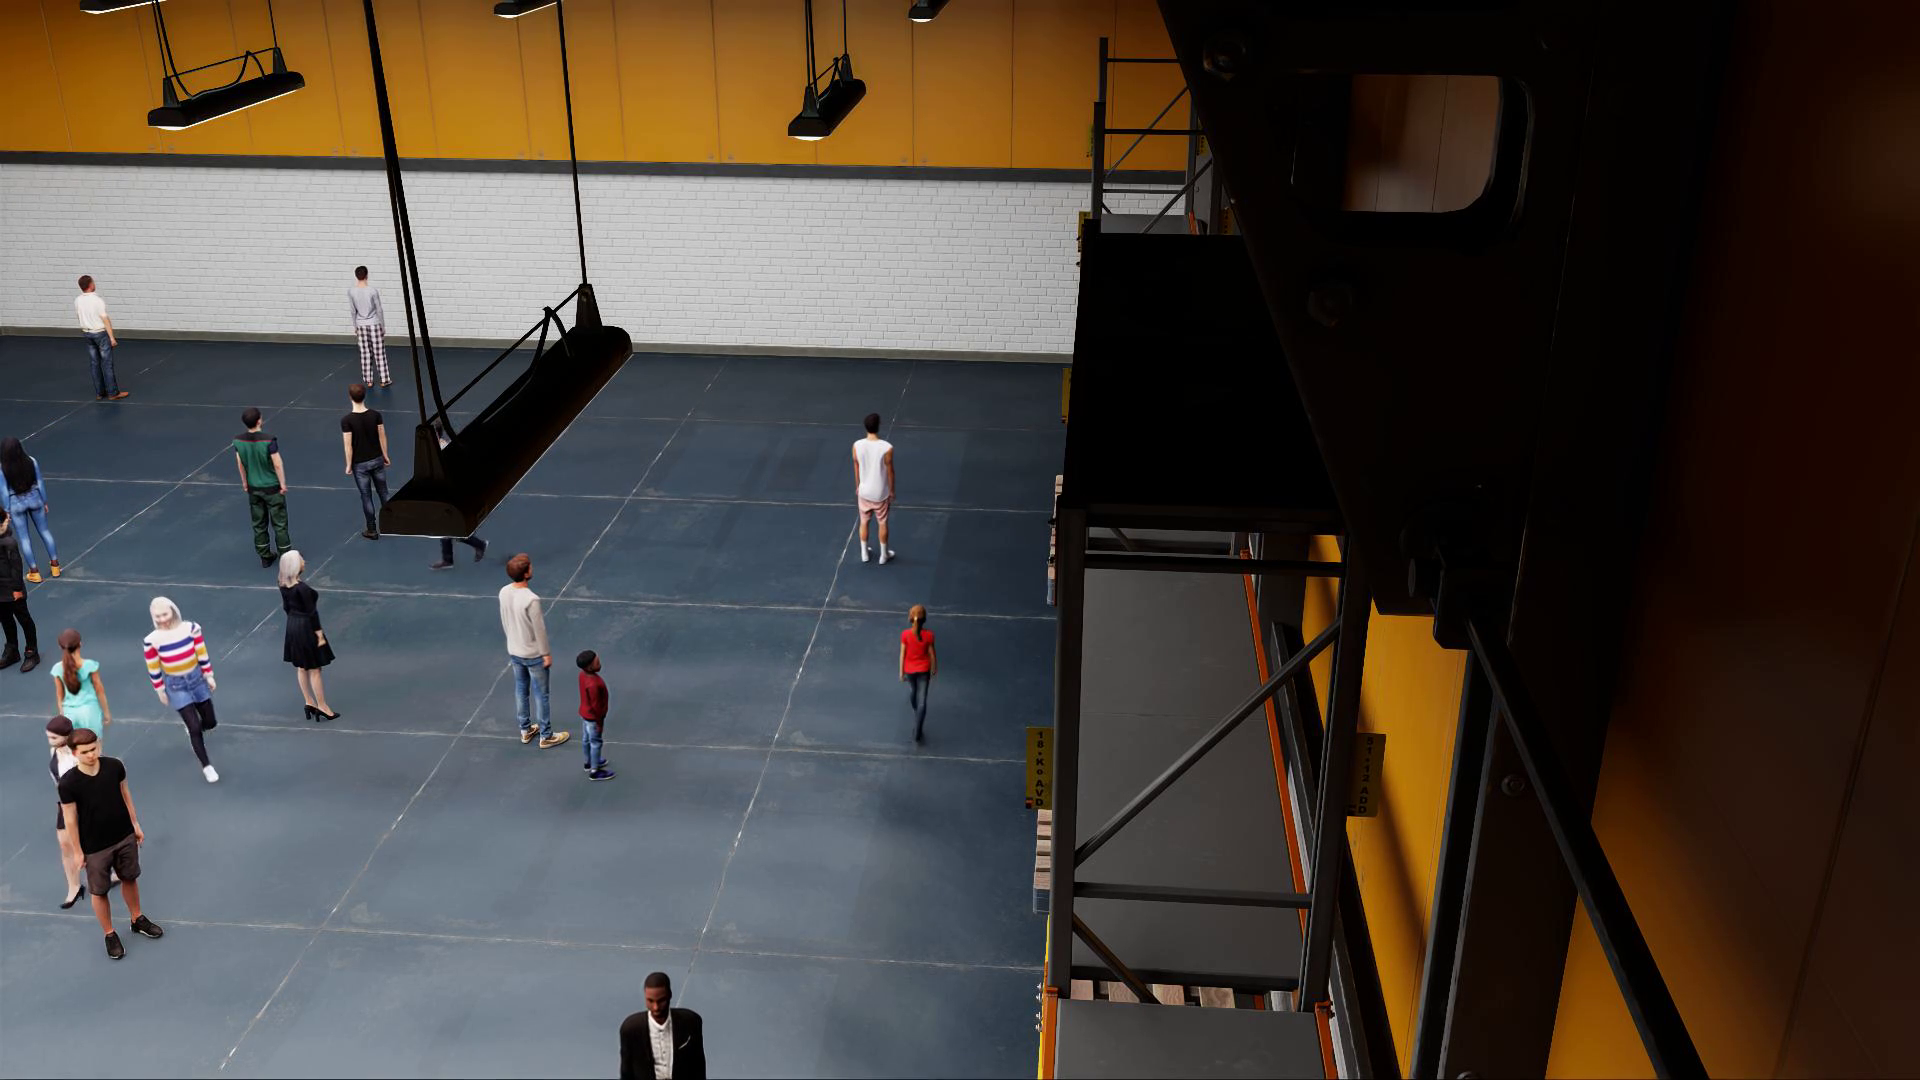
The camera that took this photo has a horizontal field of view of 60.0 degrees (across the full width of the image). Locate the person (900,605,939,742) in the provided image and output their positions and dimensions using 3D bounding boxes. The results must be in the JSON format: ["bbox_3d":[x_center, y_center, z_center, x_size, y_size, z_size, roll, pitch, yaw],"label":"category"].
[{"bbox_3d":[-0.399,1.259,15.527,0.495,1.279,0.886,3,24,6],"label":"person"}]

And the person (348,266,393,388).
[{"bbox_3d":[-8.907,-3.220,25.066,0.646,1.848,0.565,-1,24,-2],"label":"person"}]

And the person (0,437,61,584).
[{"bbox_3d":[-10.482,-0.357,18.683,0.659,1.712,0.735,-21,31,-39],"label":"person"}]

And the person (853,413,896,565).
[{"bbox_3d":[-0.995,-0.587,19.118,0.666,1.787,0.619,6,24,14],"label":"person"}]

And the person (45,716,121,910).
[{"bbox_3d":[-6.899,2.079,13.221,0.695,1.625,0.882,7,25,16],"label":"person"}]

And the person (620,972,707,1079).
[{"bbox_3d":[-1.782,3.370,10.049,0.720,1.799,0.671,-5,24,-11],"label":"person"}]

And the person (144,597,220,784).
[{"bbox_3d":[-6.917,1.285,14.830,0.965,1.790,1.023,-20,30,-38],"label":"person"}]

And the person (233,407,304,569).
[{"bbox_3d":[-7.955,-0.607,19.023,0.668,1.900,0.570,3,24,7],"label":"person"}]

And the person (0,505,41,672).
[{"bbox_3d":[-9.622,0.447,16.759,0.657,1.781,0.654,6,24,14],"label":"person"}]

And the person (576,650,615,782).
[{"bbox_3d":[-3.300,1.552,14.890,0.637,1.252,0.558,-13,27,-27],"label":"person"}]

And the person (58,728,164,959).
[{"bbox_3d":[-6.455,2.236,12.565,0.836,1.862,0.722,17,29,34],"label":"person"}]

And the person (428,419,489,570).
[{"bbox_3d":[-5.784,-0.517,18.910,0.947,1.824,0.980,-8,25,-18],"label":"person"}]

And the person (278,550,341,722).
[{"bbox_3d":[-6.199,0.900,15.764,0.693,1.747,0.715,15,28,31],"label":"person"}]

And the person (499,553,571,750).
[{"bbox_3d":[-3.976,1.018,15.298,0.755,1.904,0.756,15,28,30],"label":"person"}]

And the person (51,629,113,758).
[{"bbox_3d":[-7.681,1.563,14.530,0.724,1.522,1.060,-4,24,-8],"label":"person"}]

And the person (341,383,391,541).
[{"bbox_3d":[-7.045,-0.937,19.784,0.745,1.894,0.798,-18,29,-35],"label":"person"}]

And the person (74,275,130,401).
[{"bbox_3d":[-12.744,-2.993,24.537,0.708,1.855,0.634,7,25,15],"label":"person"}]
